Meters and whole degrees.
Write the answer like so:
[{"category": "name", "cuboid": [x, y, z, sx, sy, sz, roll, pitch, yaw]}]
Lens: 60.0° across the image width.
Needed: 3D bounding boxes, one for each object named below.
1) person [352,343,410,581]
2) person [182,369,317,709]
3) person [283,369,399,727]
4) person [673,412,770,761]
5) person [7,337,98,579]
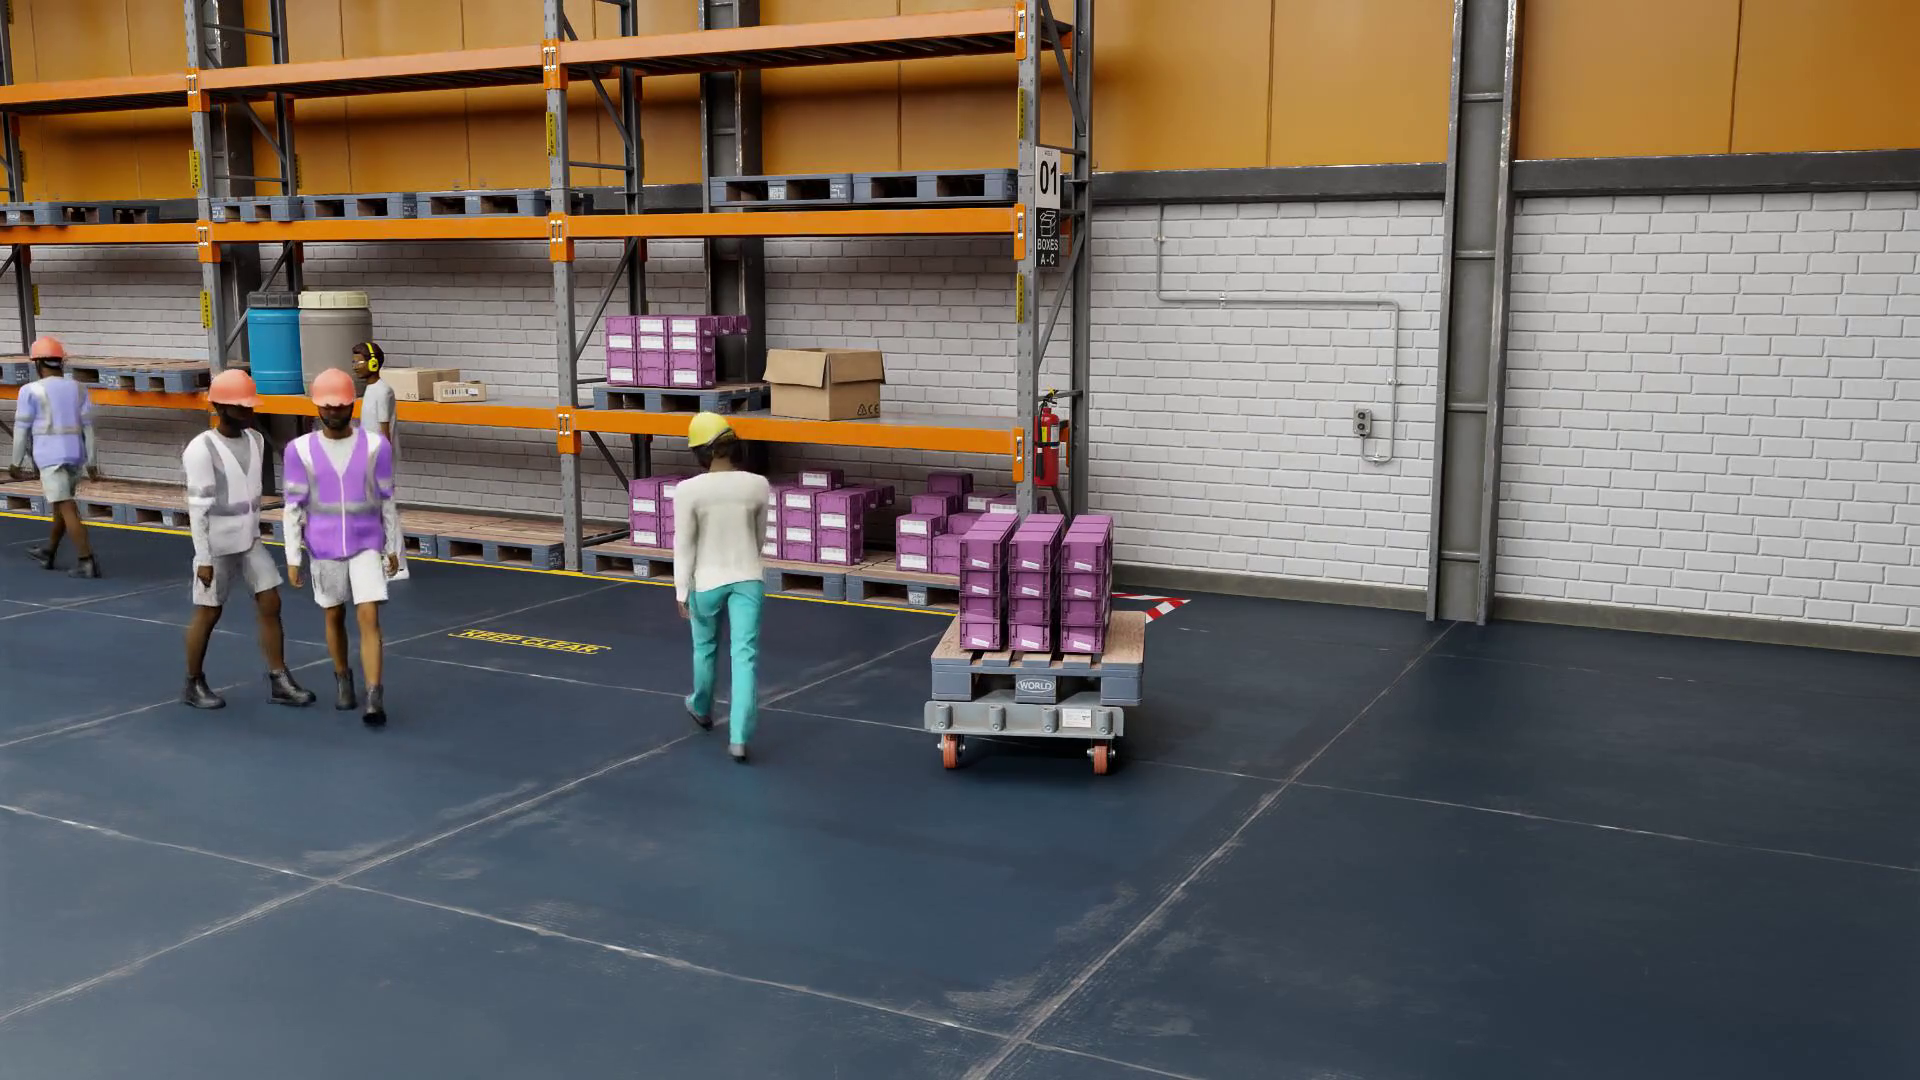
[{"category": "person", "cuboid": [-4.525, -0.605, 12.954, 0.320, 1.860, 0.505, -5, 11, -29]}, {"category": "person", "cuboid": [-3.949, 0.017, 9.063, 0.858, 1.881, 0.555, 3, 10, 20]}, {"category": "person", "cuboid": [-3.284, 0.044, 8.846, 0.574, 1.884, 0.971, -3, 10, -20]}, {"category": "person", "cuboid": [-1.208, 0.208, 8.394, 0.513, 1.697, 0.941, -3, 10, -20]}, {"category": "person", "cuboid": [-7.171, -0.646, 13.109, 0.963, 1.883, 0.550, 4, 10, 24]}]
